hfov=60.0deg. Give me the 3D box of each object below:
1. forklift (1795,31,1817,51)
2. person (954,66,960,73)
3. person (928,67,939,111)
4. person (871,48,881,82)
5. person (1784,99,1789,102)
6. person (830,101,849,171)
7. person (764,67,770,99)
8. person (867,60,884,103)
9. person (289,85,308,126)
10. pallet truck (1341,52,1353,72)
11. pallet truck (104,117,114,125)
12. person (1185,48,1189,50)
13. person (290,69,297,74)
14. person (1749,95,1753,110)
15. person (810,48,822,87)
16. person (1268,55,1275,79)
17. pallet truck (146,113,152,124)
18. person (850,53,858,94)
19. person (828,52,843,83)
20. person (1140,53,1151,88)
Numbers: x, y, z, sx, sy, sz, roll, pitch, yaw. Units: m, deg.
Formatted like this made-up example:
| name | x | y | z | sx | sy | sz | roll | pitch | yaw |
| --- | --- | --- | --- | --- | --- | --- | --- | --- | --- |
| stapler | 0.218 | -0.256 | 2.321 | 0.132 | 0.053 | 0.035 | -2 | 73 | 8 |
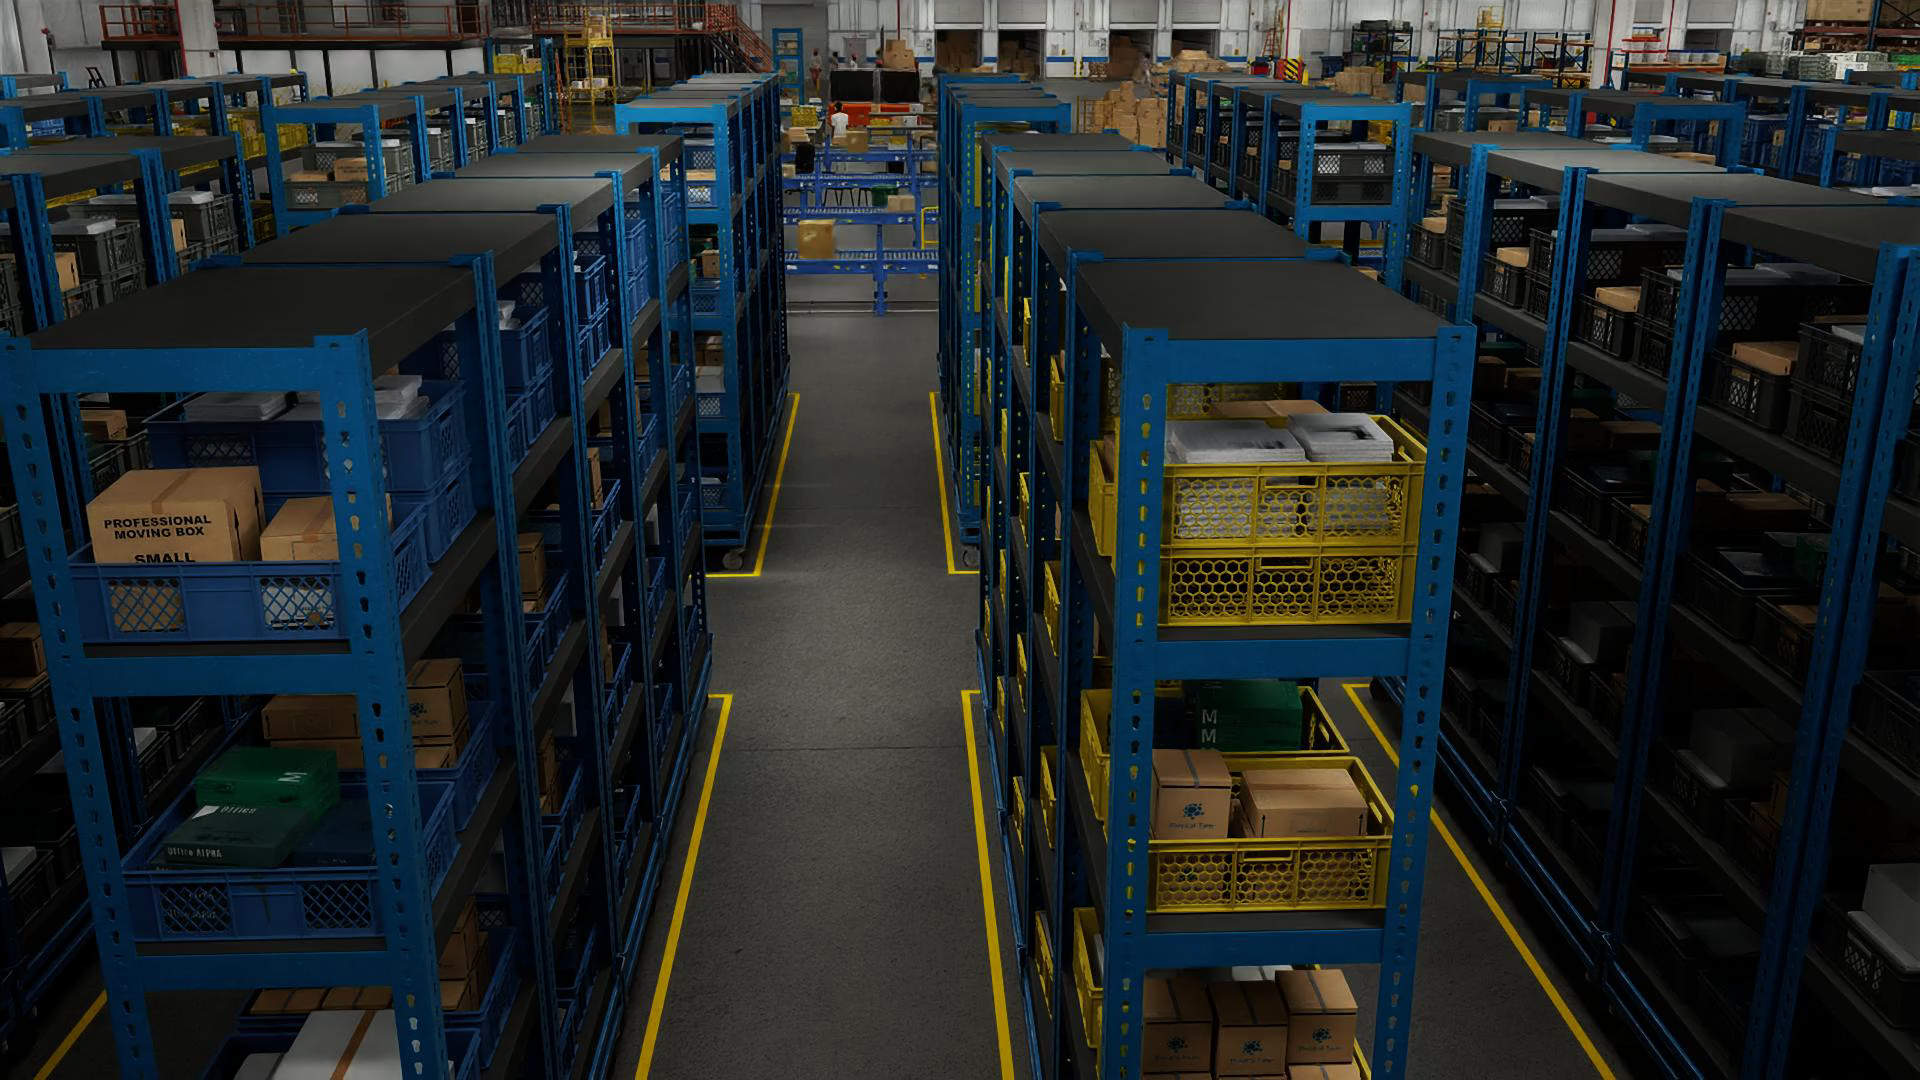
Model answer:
| name | x | y | z | sx | sy | sz | roll | pitch | yaw |
| --- | --- | --- | --- | --- | --- | --- | --- | --- | --- |
| forklift | 45.898 | -26.250 | 90.495 | 1.129 | 2.768 | 1.873 | -1 | 18 | -2 |
| person | -0.118 | -17.891 | 66.186 | 0.636 | 1.915 | 0.444 | 0 | 18 | -1 |
| person | -0.914 | -16.588 | 61.940 | 0.536 | 2.000 | 0.688 | 6 | 19 | 17 |
| person | -4.542 | -26.688 | 93.500 | 0.963 | 1.859 | 0.677 | -3 | 18 | -10 |
| person | 30.576 | -16.354 | 61.806 | 0.782 | 1.670 | 0.534 | 6 | 19 | 19 |
| person | -3.117 | -10.392 | 43.048 | 0.514 | 1.866 | 0.329 | -10 | 20 | -28 |
| person | -7.612 | -17.468 | 64.905 | 0.925 | 1.902 | 0.542 | -5 | 19 | -16 |
| person | -3.483 | -19.187 | 70.024 | 0.819 | 2.024 | 0.618 | -7 | 19 | -19 |
| person | -22.971 | -15.156 | 57.756 | 0.572 | 1.887 | 0.356 | -13 | 22 | -36 |
| pallet truck | 18.794 | -23.123 | 82.231 | 0.823 | 1.965 | 1.885 | -13 | 22 | -35 |
| pallet truck | -18.367 | -7.885 | 35.078 | 1.885 | 1.965 | 0.823 | 1 | 18 | 2 |
| person | 11.943 | -24.914 | 87.775 | 0.378 | 1.996 | 0.611 | -13 | 22 | -34 |
| person | -25.043 | -16.756 | 62.641 | 0.382 | 1.928 | 0.587 | -15 | 23 | -39 |
| person | 32.016 | -18.299 | 67.433 | 0.590 | 1.917 | 0.395 | 2 | 18 | 6 |
| person | -7.659 | -25.045 | 88.207 | 0.655 | 1.974 | 0.473 | 3 | 18 | 8 |
| person | 15.071 | -22.585 | 80.771 | 0.334 | 1.873 | 0.521 | 14 | 23 | 38 |
| pallet truck | -18.087 | -8.309 | 36.390 | 1.885 | 1.965 | 0.823 | -1 | 18 | -4 |
| person | -5.203 | -22.983 | 81.900 | 0.375 | 1.934 | 0.547 | 9 | 20 | 26 |
| person | -6.999 | -26.452 | 93.088 | 0.883 | 1.651 | 0.542 | -6 | 19 | -19 |
| person | 9.860 | -24.551 | 86.976 | 0.954 | 1.791 | 0.624 | 6 | 19 | 19 |
